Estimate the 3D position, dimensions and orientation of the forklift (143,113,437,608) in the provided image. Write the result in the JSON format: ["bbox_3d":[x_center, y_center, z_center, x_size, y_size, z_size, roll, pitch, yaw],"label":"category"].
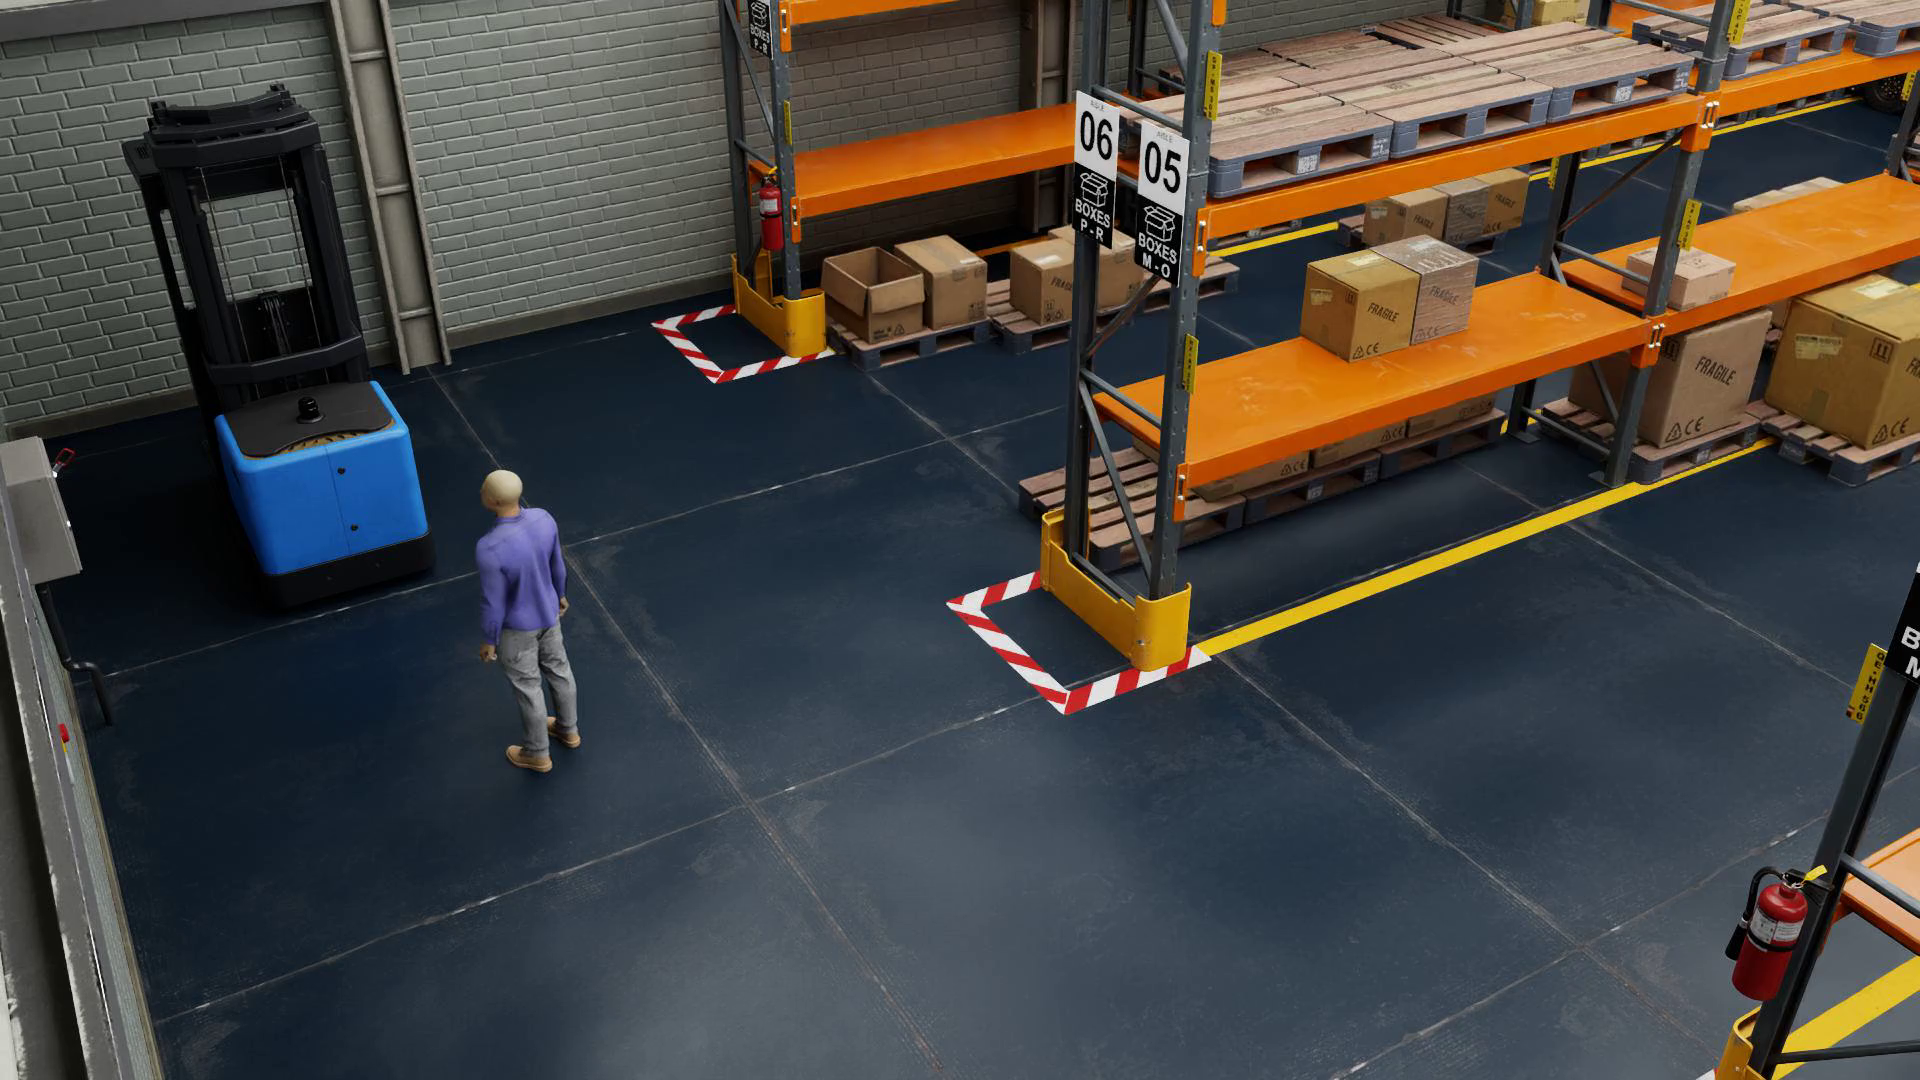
[{"bbox_3d":[-4.289,-1.259,10.509,1.129,2.768,1.873,-17,36,-26],"label":"forklift"}]

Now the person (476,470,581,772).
[{"bbox_3d":[-2.279,0.428,8.794,0.384,1.799,0.602,18,36,26],"label":"person"}]

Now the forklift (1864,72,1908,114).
[{"bbox_3d":[11.468,-5.645,18.244,1.214,2.155,2.313,-17,36,-26],"label":"forklift"}]
